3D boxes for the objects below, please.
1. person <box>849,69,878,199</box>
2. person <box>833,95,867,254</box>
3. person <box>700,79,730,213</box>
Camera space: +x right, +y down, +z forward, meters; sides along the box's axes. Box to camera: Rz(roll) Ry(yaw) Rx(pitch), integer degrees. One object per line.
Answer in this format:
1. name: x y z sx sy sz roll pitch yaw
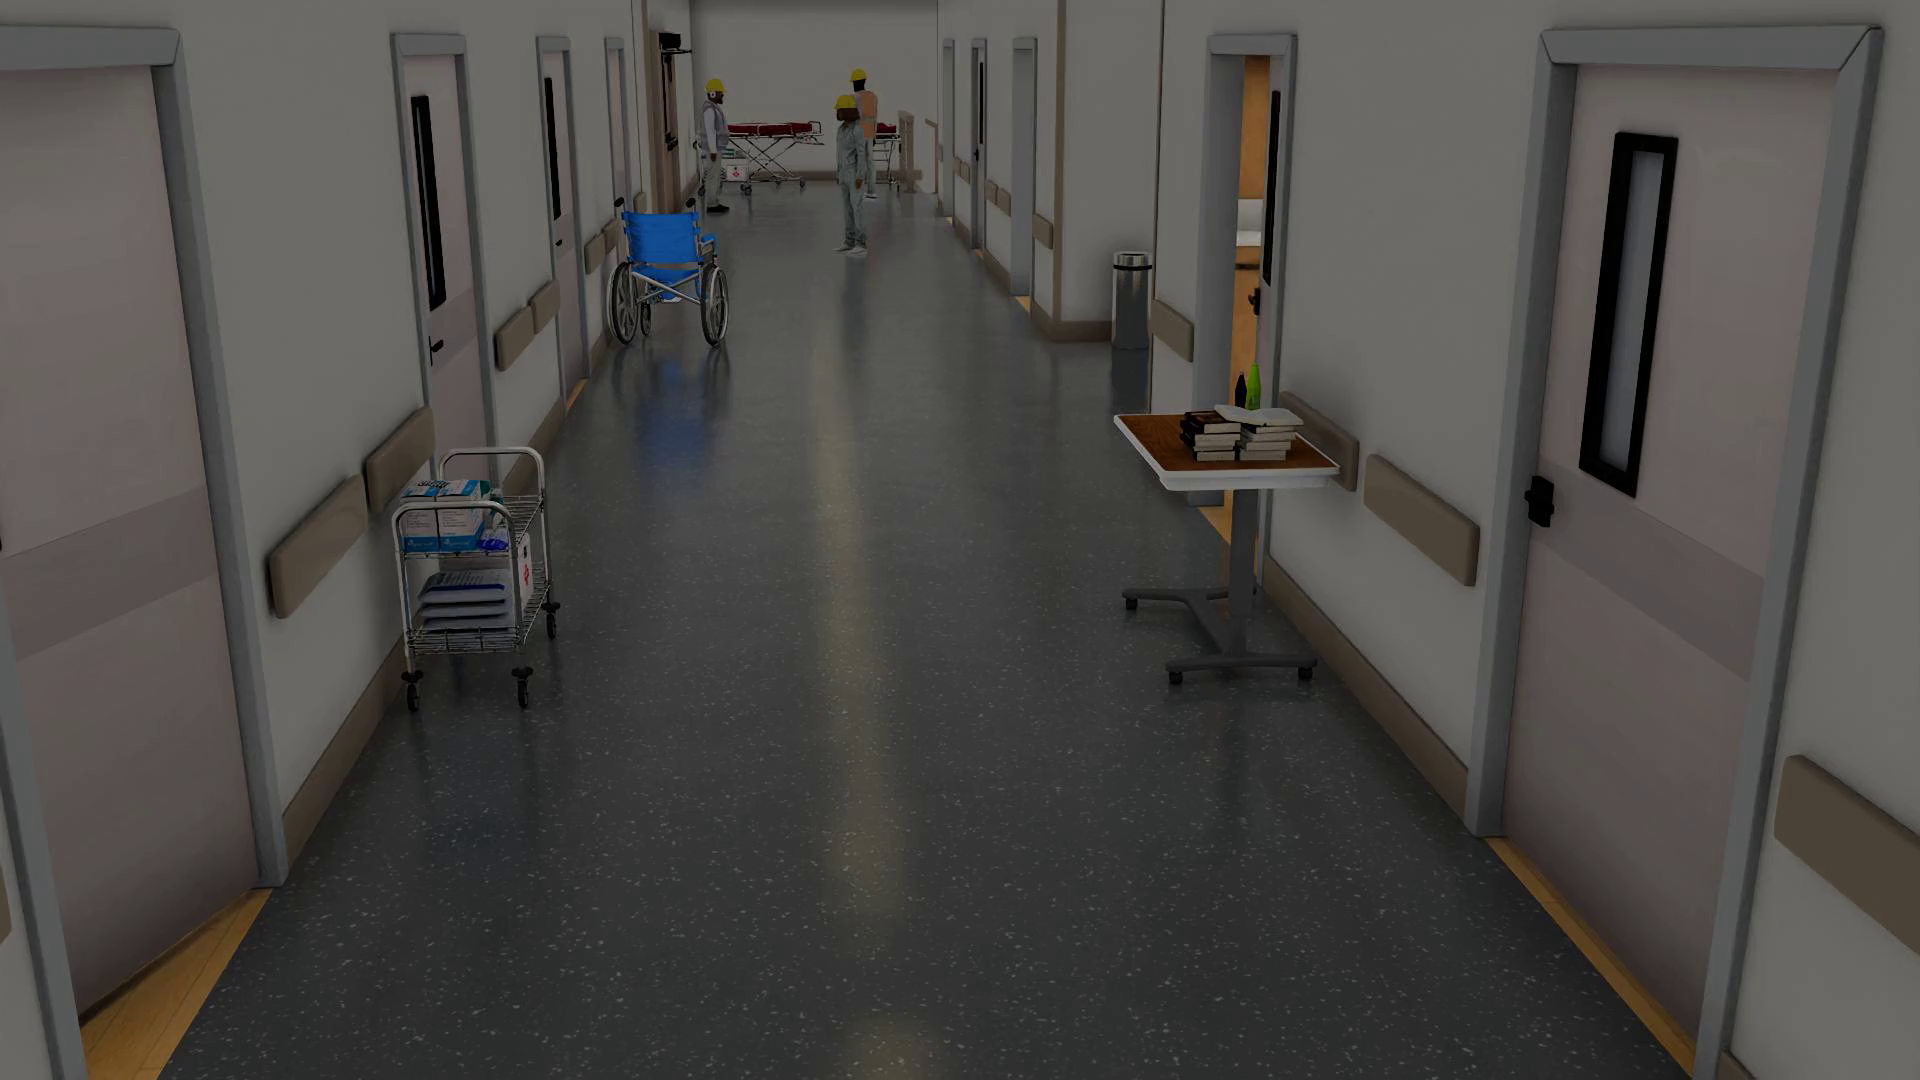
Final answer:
1. person: -1.489 -6.120 25.115 0.397 1.920 0.586 14 22 39
2. person: -1.243 -4.071 18.564 0.323 1.742 0.492 -11 20 -33
3. person: -3.394 -5.459 23.078 0.404 1.824 0.586 -1 17 -3
